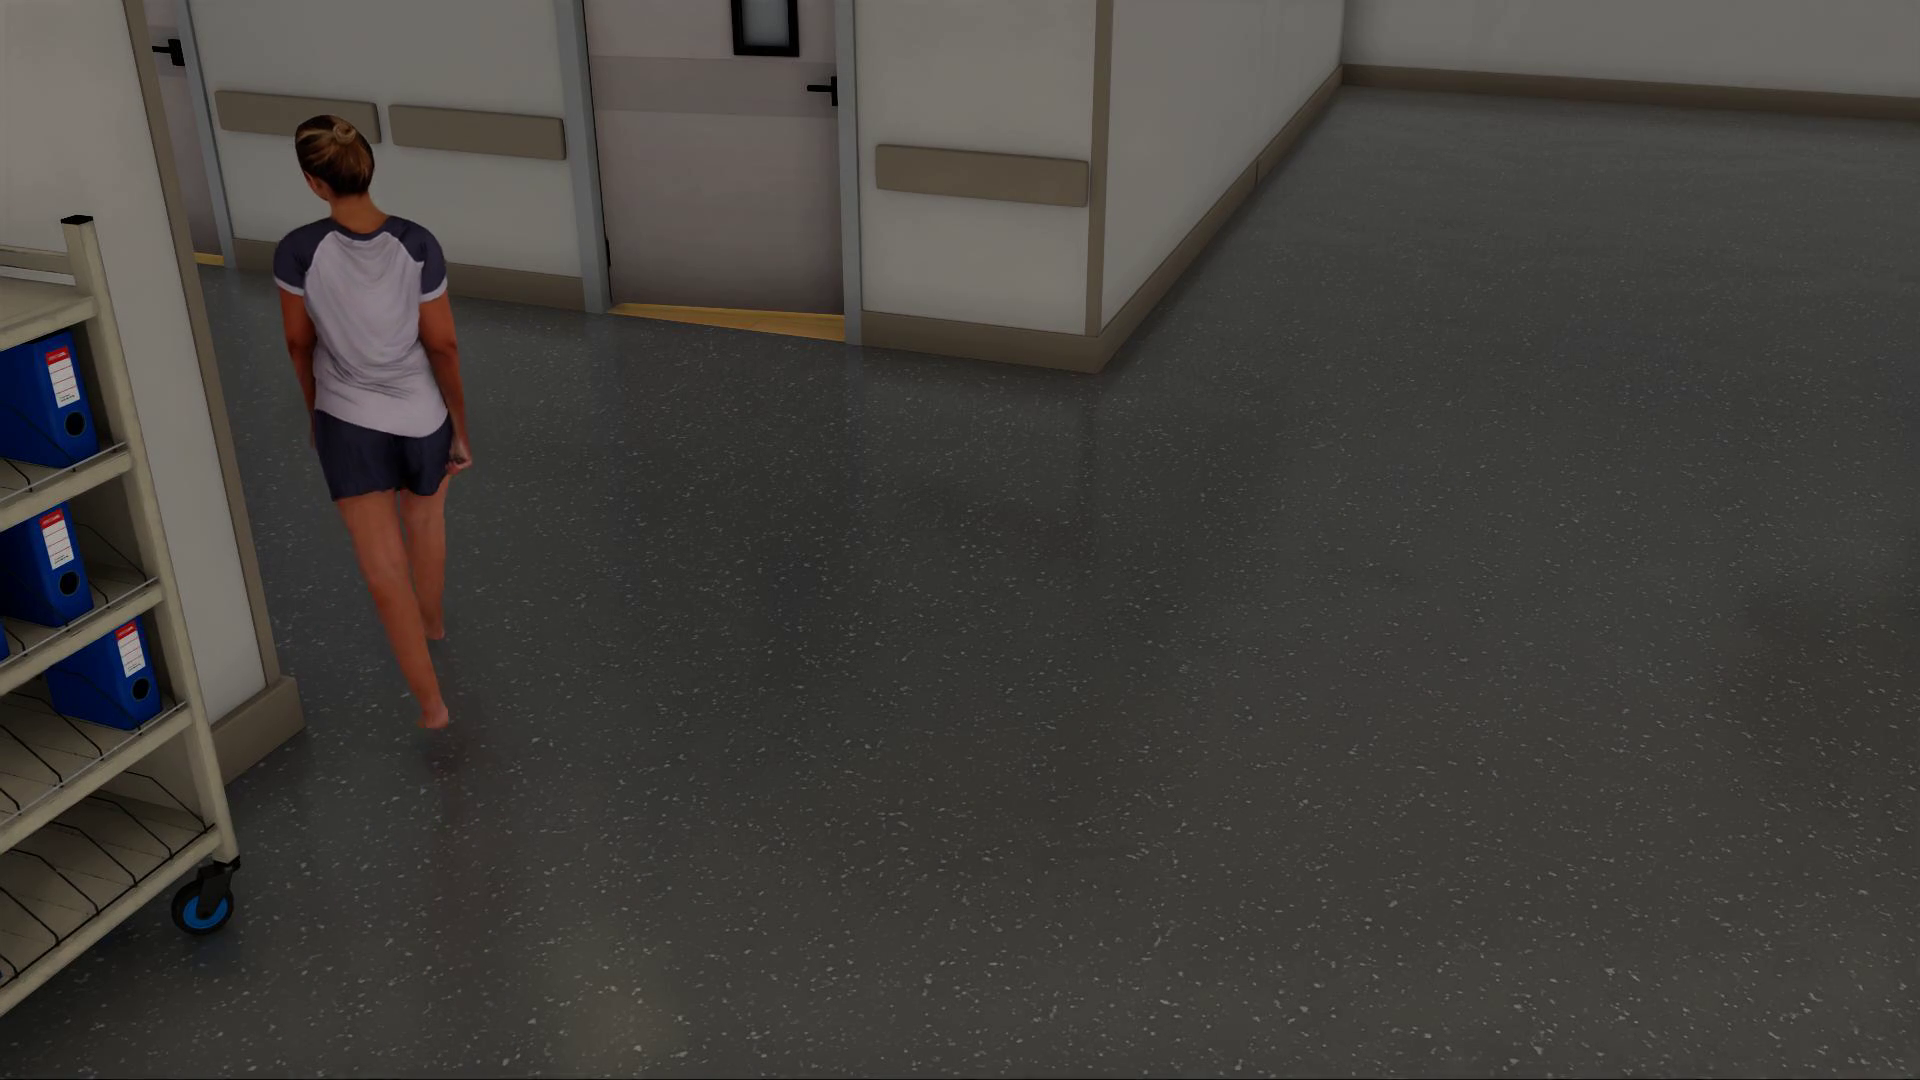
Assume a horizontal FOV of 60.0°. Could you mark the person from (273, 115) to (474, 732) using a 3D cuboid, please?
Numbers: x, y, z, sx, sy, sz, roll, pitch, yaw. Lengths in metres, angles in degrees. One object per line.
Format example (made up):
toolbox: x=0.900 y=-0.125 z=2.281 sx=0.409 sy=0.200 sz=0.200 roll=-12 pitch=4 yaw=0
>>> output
person: x=-1.481 y=-0.242 z=4.320 sx=1.050 sy=1.571 sz=1.060 roll=-13 pitch=29 yaw=-25
